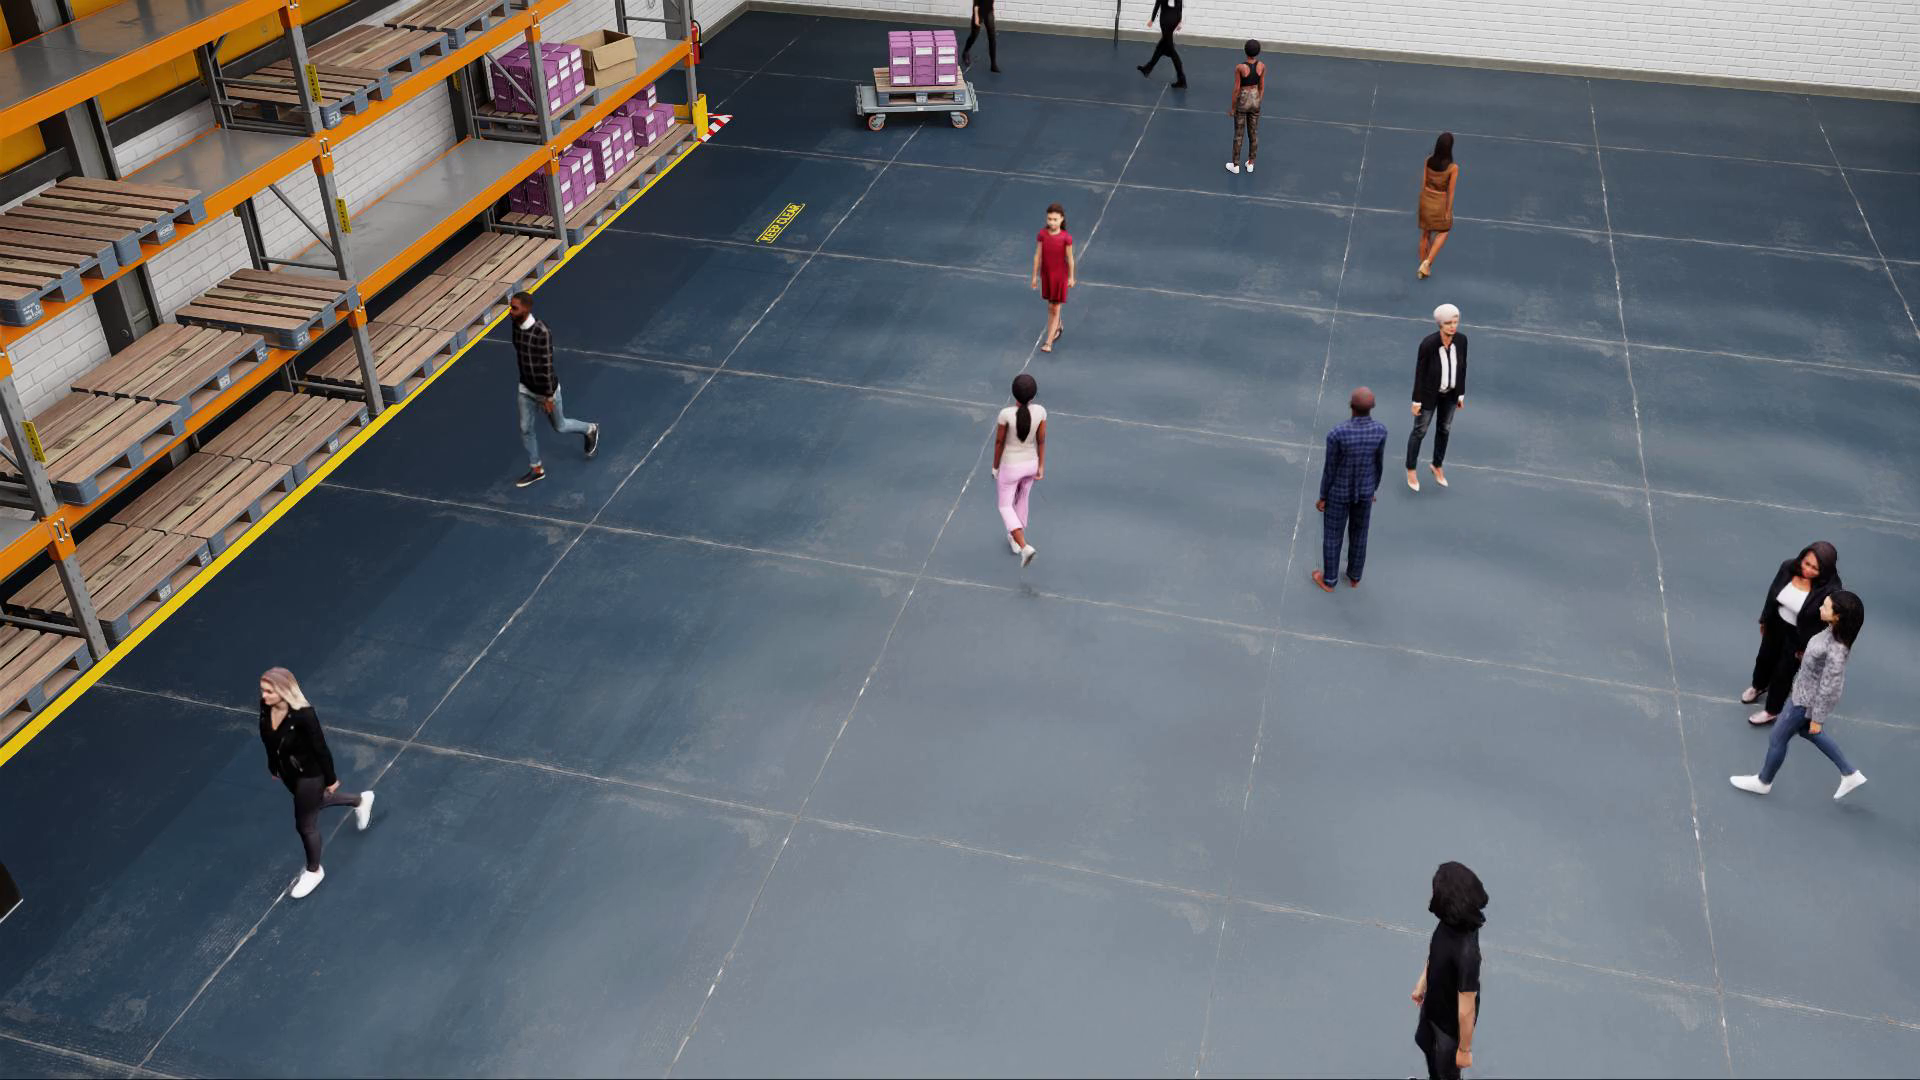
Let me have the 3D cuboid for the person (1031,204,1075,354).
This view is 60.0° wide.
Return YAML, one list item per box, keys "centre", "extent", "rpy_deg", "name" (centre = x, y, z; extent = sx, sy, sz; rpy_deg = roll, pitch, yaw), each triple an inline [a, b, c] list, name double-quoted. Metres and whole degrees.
- centre: [0.987, -2.732, 17.030]
  extent: [0.646, 1.519, 1.028]
  rpy_deg: [13, 36, 19]
  name: "person"

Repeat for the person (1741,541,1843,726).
- centre: [6.000, 0.656, 11.877]
  extent: [0.898, 1.579, 0.842]
  rpy_deg: [-14, 36, -20]
  name: "person"

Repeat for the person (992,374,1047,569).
- centre: [0.497, -0.537, 13.542]
  extent: [0.898, 1.724, 1.041]
  rpy_deg: [-10, 35, -14]
  name: "person"

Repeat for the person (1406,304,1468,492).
- centre: [4.183, -1.251, 14.430]
  extent: [0.817, 1.781, 0.739]
  rpy_deg: [-6, 34, -9]
  name: "person"

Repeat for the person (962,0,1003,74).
- centre: [0.281, -7.734, 24.473]
  extent: [1.041, 1.609, 1.086]
  rpy_deg: [-18, 38, -25]
  name: "person"

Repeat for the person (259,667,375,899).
- centre: [-4.127, 1.434, 10.634]
  extent: [0.749, 1.660, 1.112]
  rpy_deg: [14, 36, 21]
  name: "person"

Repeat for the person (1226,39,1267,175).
- centre: [3.628, -5.486, 21.009]
  extent: [0.658, 1.701, 0.676]
  rpy_deg: [-8, 34, -11]
  name: "person"

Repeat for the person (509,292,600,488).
- centre: [-3.643, -1.377, 14.749]
  extent: [0.896, 1.786, 1.234]
  rpy_deg: [21, 39, 28]
  name: "person"

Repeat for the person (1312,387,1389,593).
- centre: [3.114, -0.403, 13.255]
  extent: [0.750, 1.818, 0.743]
  rpy_deg: [-6, 34, -9]
  name: "person"

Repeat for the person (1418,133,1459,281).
- centre: [5.165, -3.615, 18.214]
  extent: [0.701, 1.678, 0.780]
  rpy_deg: [25, 41, 33]
  name: "person"

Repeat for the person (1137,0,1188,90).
- centre: [3.035, -7.263, 23.661]
  extent: [1.171, 1.724, 1.073]
  rpy_deg: [-27, 42, -34]
  name: "person"

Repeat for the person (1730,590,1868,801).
- centre: [5.808, 1.082, 11.122]
  extent: [0.848, 1.707, 1.030]
  rpy_deg: [18, 38, 25]
  name: "person"

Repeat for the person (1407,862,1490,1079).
- centre: [2.645, 2.555, 8.835]
  extent: [0.900, 1.785, 0.617]
  rpy_deg: [-6, 34, -10]
  name: "person"
